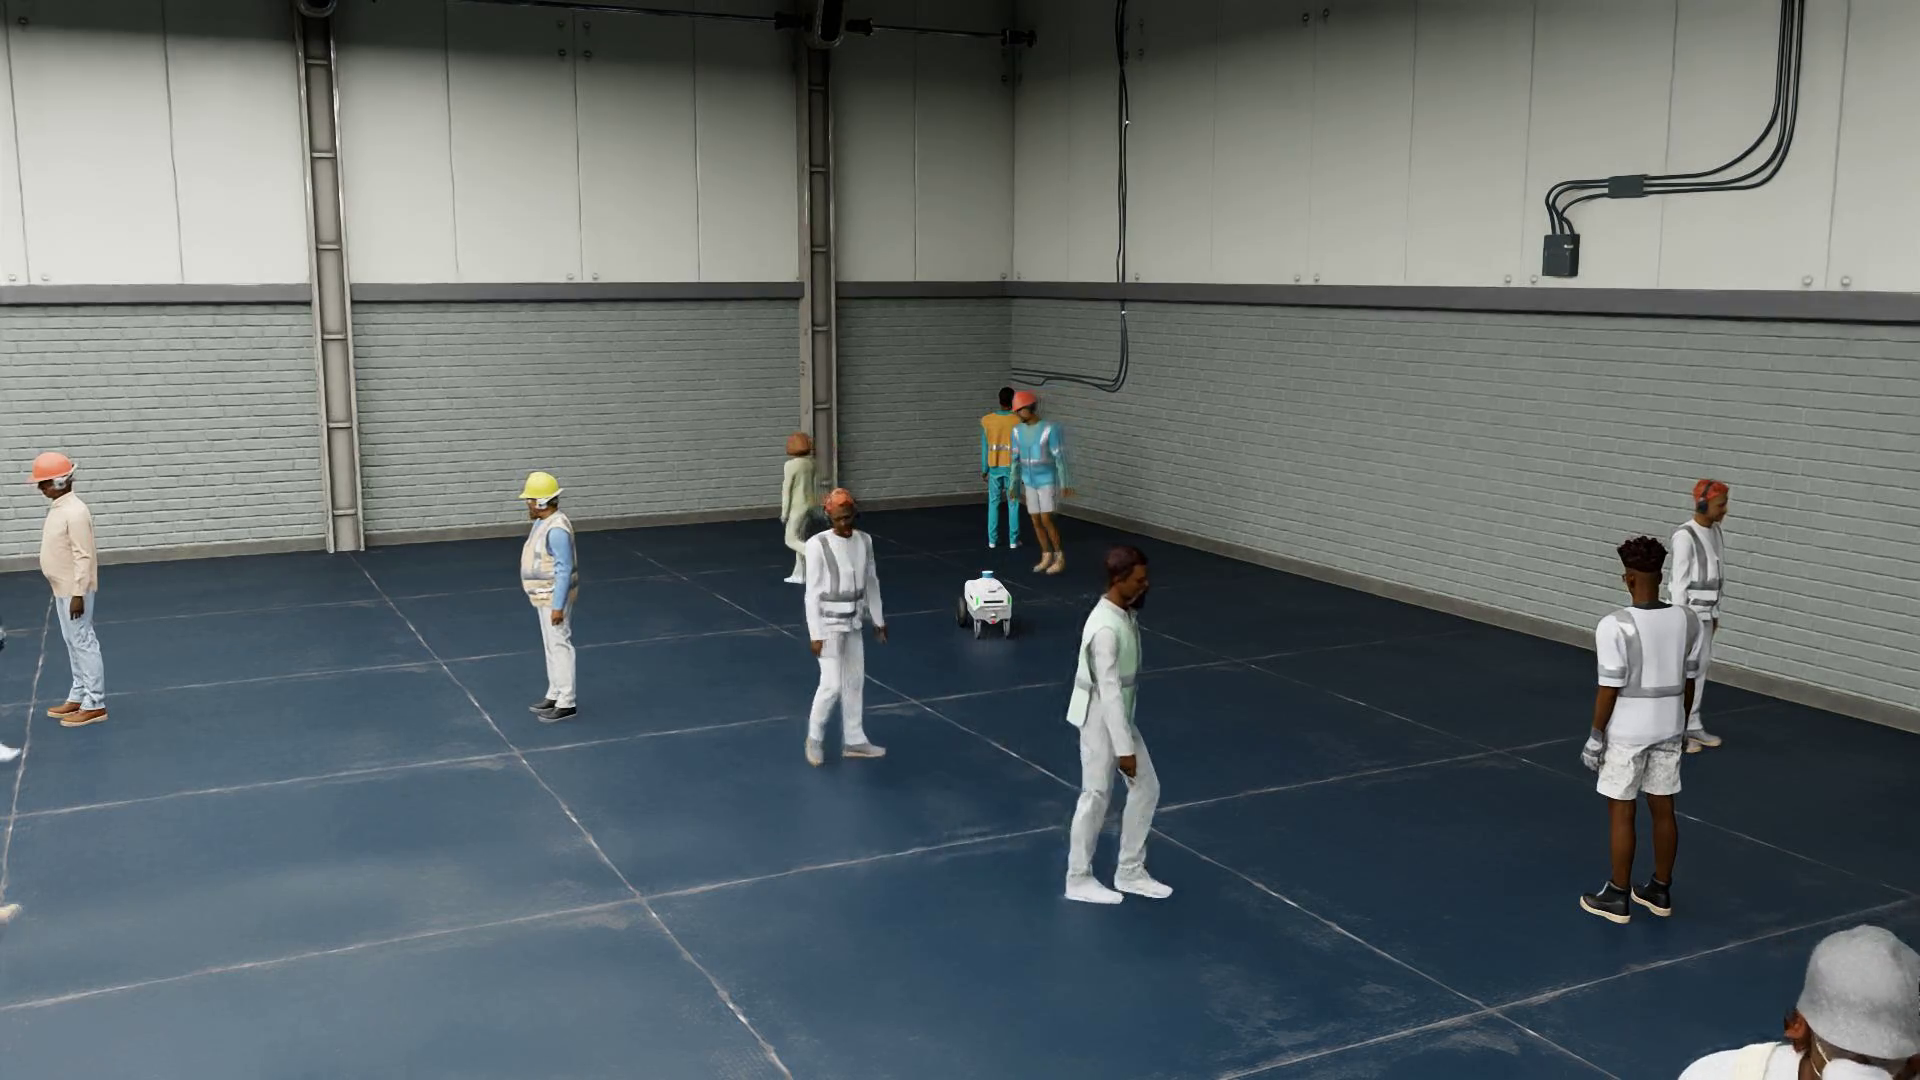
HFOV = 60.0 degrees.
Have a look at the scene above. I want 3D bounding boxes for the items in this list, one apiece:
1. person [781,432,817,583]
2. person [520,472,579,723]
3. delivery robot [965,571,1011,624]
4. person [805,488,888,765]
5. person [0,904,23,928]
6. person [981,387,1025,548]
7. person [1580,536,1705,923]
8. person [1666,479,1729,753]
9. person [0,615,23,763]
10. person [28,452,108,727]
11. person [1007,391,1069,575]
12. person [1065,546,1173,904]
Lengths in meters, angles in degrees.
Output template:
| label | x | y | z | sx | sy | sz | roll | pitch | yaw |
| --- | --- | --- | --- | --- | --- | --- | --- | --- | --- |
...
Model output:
| label | x | y | z | sx | sy | sz | roll | pitch | yaw |
| --- | --- | --- | --- | --- | --- | --- | --- | --- | --- |
| person | -1.622 | -0.315 | 17.284 | 0.547 | 1.611 | 0.505 | 5 | 11 | 29 |
| person | -2.993 | 0.412 | 12.142 | 0.404 | 1.829 | 0.591 | -4 | 10 | -23 |
| delivery robot | 0.252 | 0.522 | 15.087 | 0.477 | 0.478 | 0.707 | -1 | 9 | -8 |
| person | -0.799 | 0.564 | 11.081 | 0.434 | 1.877 | 0.726 | 7 | 12 | 37 |
| person | -5.099 | 1.128 | 7.862 | 0.978 | 1.795 | 0.516 | -4 | 10 | -21 |
| person | 0.535 | -0.851 | 19.697 | 0.584 | 1.911 | 0.391 | 1 | 9 | 9 |
| person | 3.425 | 0.955 | 8.396 | 0.600 | 1.958 | 0.379 | -3 | 10 | -17 |
| person | 5.032 | 0.514 | 11.376 | 0.587 | 1.878 | 0.371 | -9 | 13 | -43 |
| person | -6.568 | 0.594 | 11.030 | 0.929 | 1.823 | 0.534 | 2 | 9 | 12 |
| person | -6.454 | 0.351 | 12.039 | 0.393 | 1.985 | 0.611 | -8 | 12 | -40 |
| person | 0.832 | -0.618 | 17.980 | 0.660 | 1.991 | 0.561 | 7 | 12 | 38 |
| person | 0.855 | 0.965 | 8.514 | 0.704 | 1.892 | 0.627 | 3 | 10 | 16 |
